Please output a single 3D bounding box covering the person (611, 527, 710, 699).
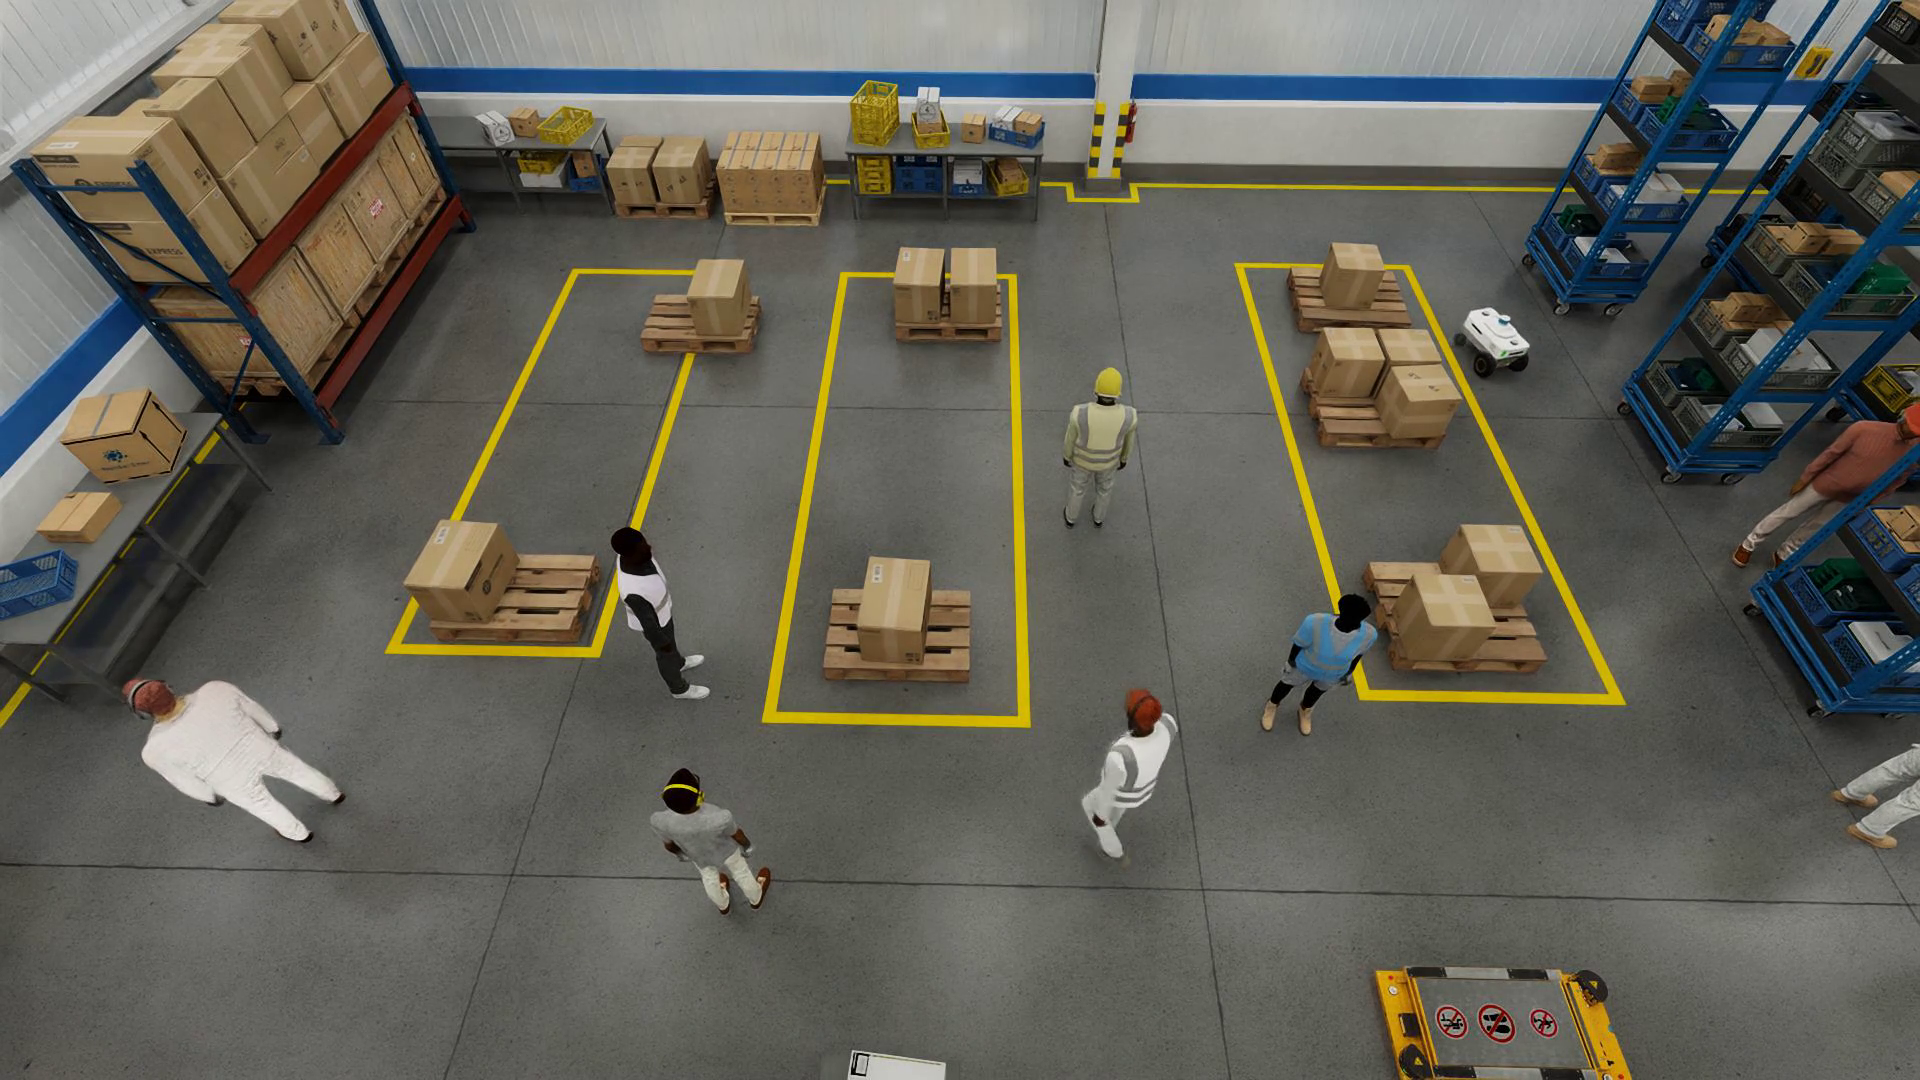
[{"bbox_3d":[-2.312,0.561,6.955,0.392,1.920,0.587,-13,52,-10],"label":"person"}]

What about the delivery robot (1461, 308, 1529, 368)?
[{"bbox_3d":[5.877,-2.245,10.058,0.477,0.478,0.707,-11,52,-9],"label":"delivery robot"}]

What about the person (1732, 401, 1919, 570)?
[{"bbox_3d":[7.412,-0.428,7.715,0.609,1.993,0.382,21,54,16],"label":"person"}]

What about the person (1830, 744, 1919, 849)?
[{"bbox_3d":[6.790,1.517,6.225,0.429,1.842,0.636,10,52,8],"label":"person"}]

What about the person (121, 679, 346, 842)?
[{"bbox_3d":[-4.922,1.485,6.220,0.399,1.899,0.649,16,53,13],"label":"person"}]

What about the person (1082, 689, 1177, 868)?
[{"bbox_3d":[1.113,1.627,6.118,0.647,1.875,0.640,-29,56,-21],"label":"person"}]

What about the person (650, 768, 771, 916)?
[{"bbox_3d":[-1.579,1.951,5.853,0.510,1.872,0.329,-4,51,-4],"label":"person"}]

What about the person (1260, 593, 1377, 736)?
[{"bbox_3d":[2.664,0.931,6.794,0.530,1.697,0.321,8,51,7],"label":"person"}]

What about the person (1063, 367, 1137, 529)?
[{"bbox_3d":[1.209,-0.766,8.100,0.599,1.828,0.403,0,51,0],"label":"person"}]

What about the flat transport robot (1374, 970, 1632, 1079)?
[{"bbox_3d":[3.501,3.133,5.914,1.431,0.197,0.652,1,51,1],"label":"flat transport robot"}]
